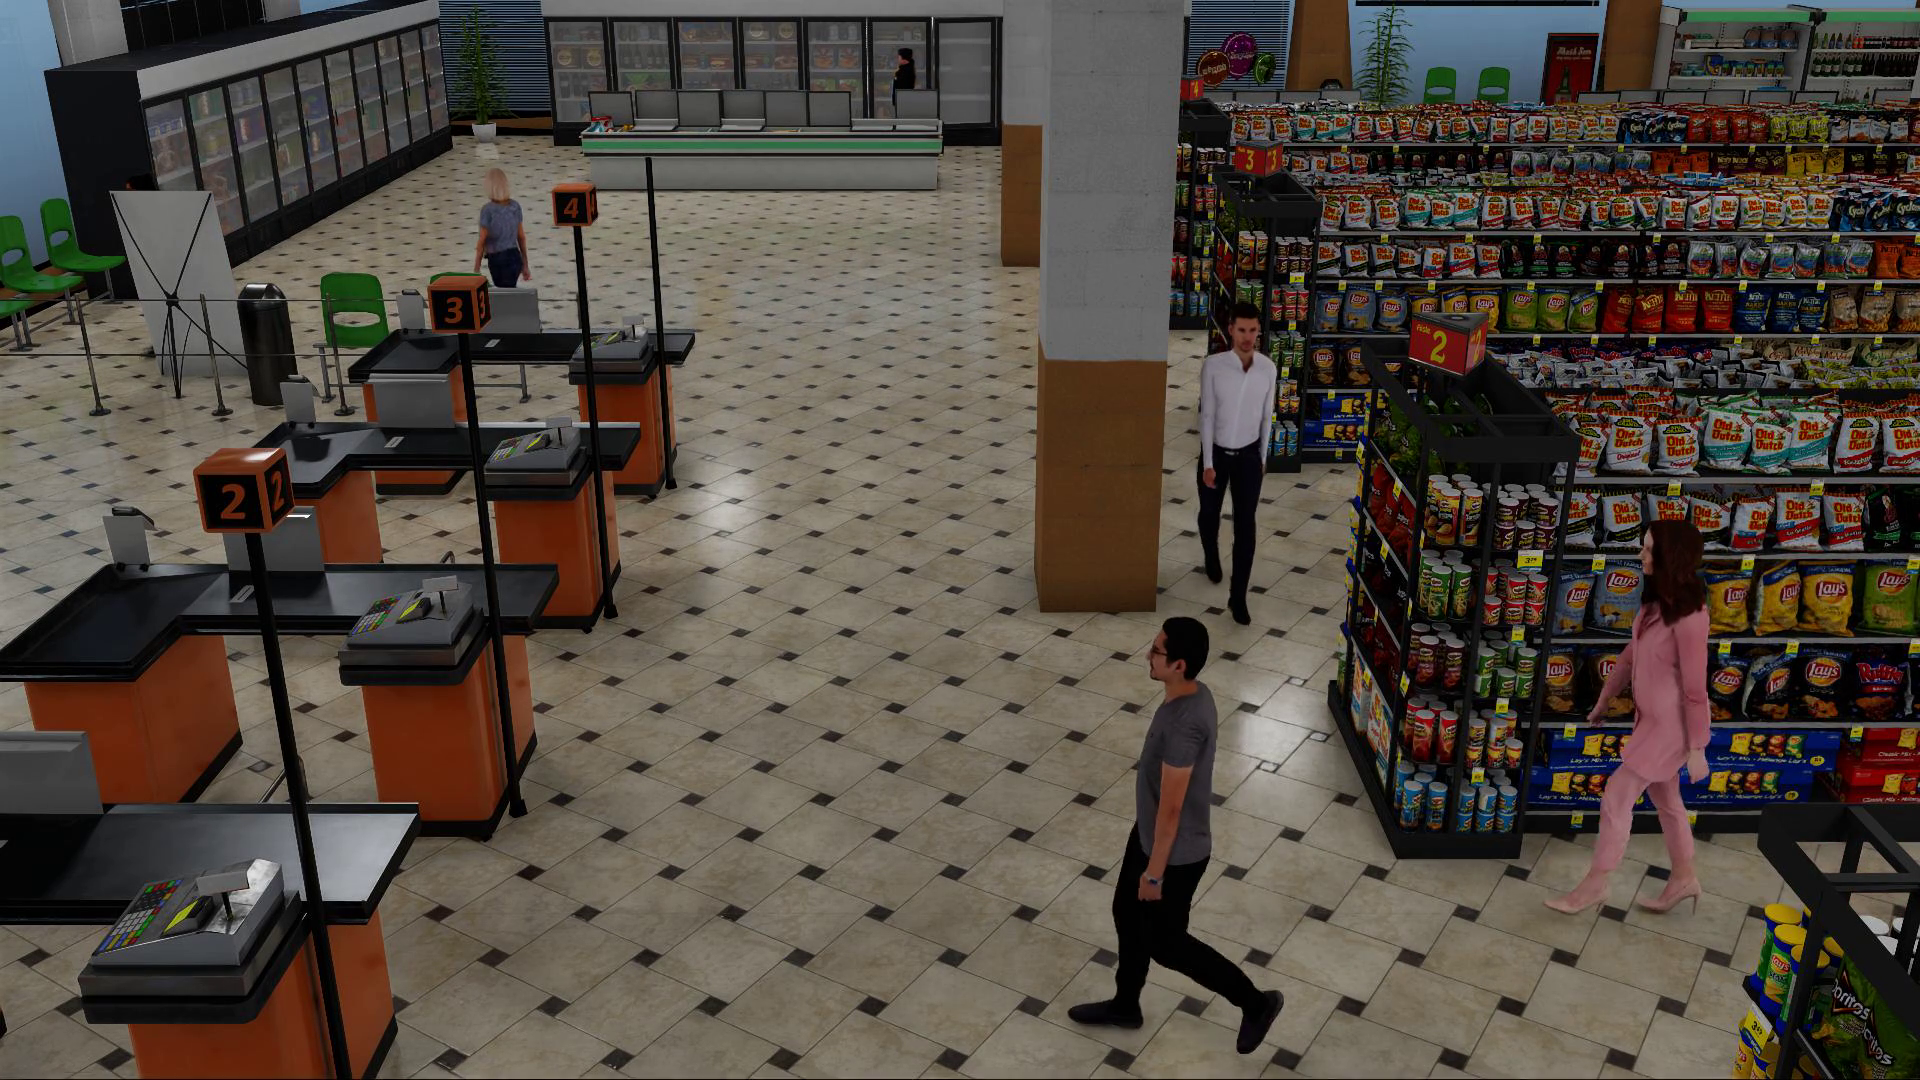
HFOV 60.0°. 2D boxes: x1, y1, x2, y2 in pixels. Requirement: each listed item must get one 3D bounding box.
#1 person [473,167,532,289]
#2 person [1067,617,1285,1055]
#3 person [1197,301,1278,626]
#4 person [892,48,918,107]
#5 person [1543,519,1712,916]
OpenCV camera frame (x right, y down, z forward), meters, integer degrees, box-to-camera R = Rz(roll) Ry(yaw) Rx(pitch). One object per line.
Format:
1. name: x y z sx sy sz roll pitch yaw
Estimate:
1. person: -3.986 -2.424 14.795 0.975 1.697 0.852 14 26 31
2. person: 0.831 1.104 5.971 0.997 1.731 0.626 1 22 3
3. person: 1.581 -0.525 9.875 1.137 1.842 0.715 1 22 4
4. person: -0.812 -6.590 25.199 0.656 1.670 0.715 3 22 7
5. person: 2.946 0.775 6.737 0.910 1.770 0.726 2 22 5
